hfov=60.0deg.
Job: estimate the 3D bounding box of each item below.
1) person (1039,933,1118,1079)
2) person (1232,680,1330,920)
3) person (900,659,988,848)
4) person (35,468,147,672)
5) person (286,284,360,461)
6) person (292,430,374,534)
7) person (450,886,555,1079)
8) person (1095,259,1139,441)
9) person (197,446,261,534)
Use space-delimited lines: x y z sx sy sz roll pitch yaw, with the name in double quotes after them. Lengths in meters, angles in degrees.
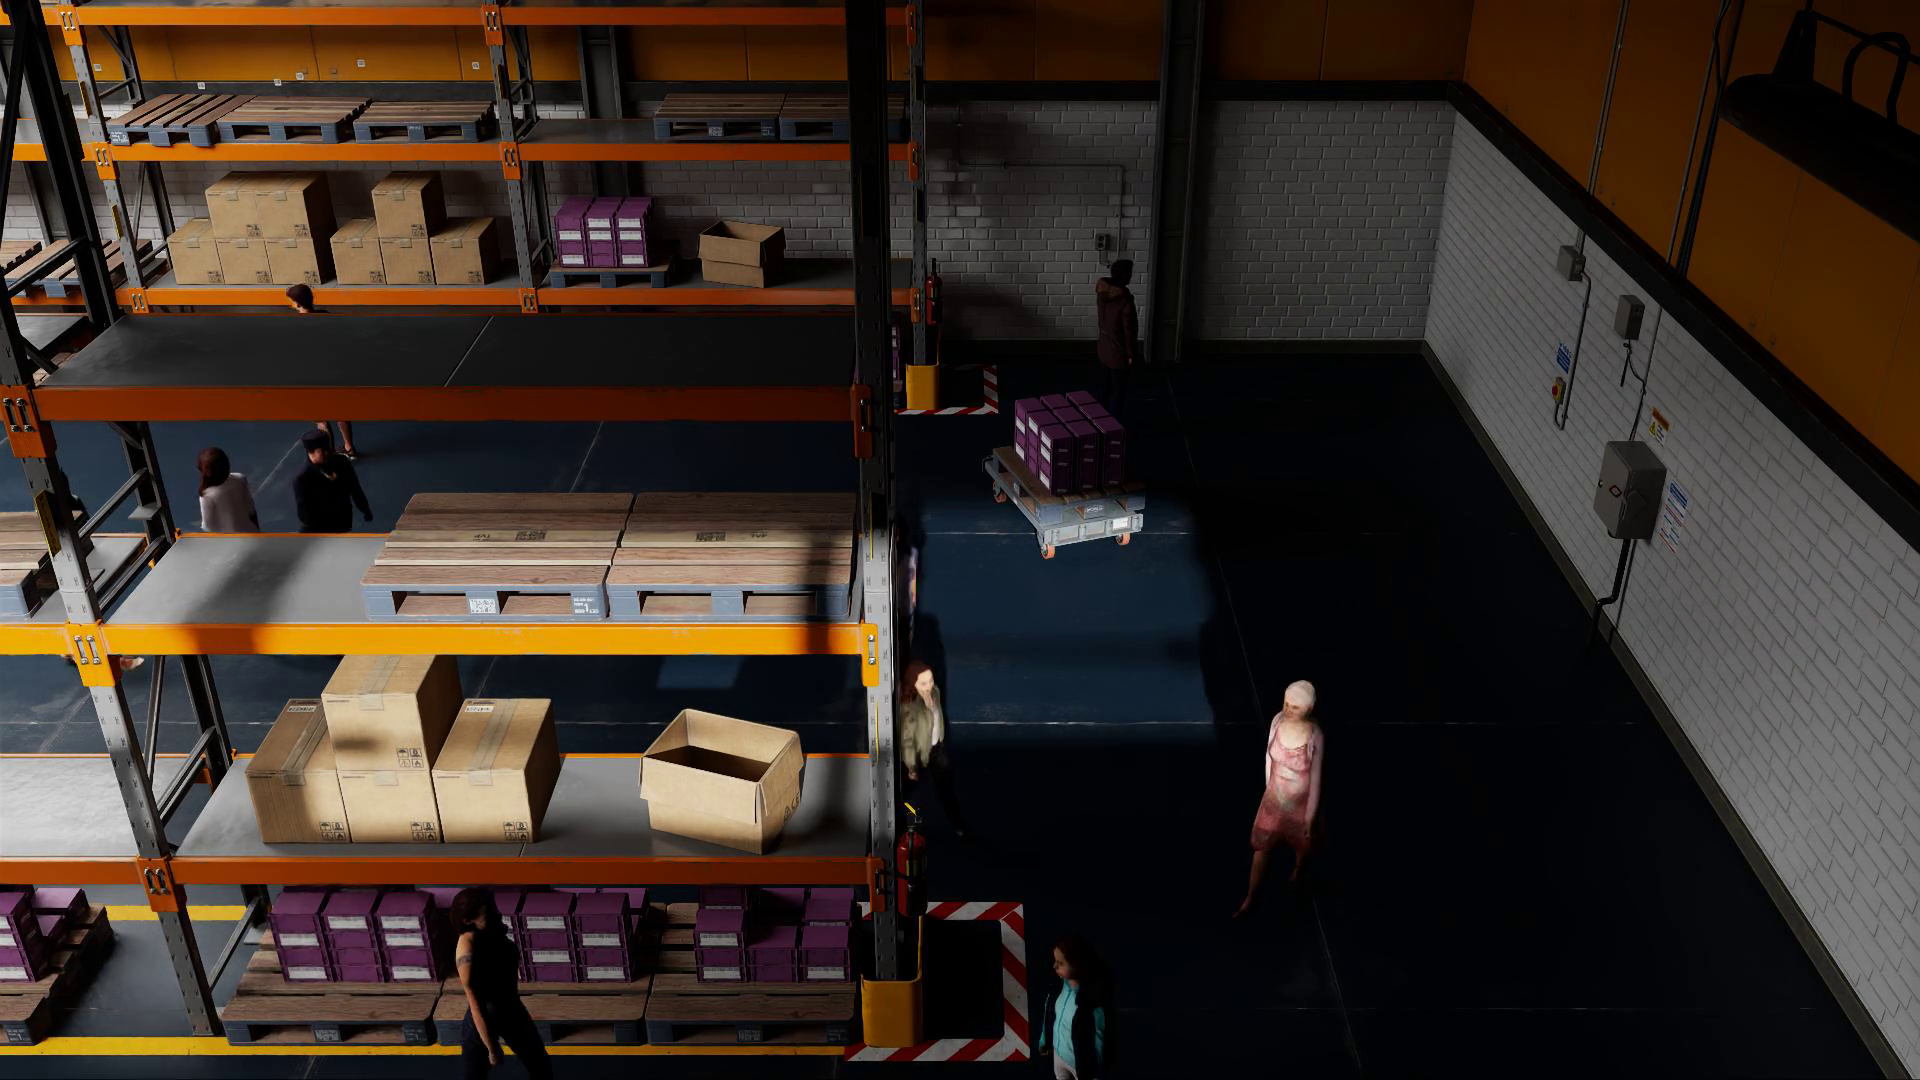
0.631 2.651 8.592 0.699 1.494 0.742 25 37 38 "person"
2.132 1.569 10.406 1.042 1.655 1.045 20 34 32 "person"
-0.316 1.395 10.956 1.070 1.434 0.934 18 33 29 "person"
-6.894 0.233 12.756 1.136 1.751 0.820 8 30 14 "person"
-6.138 -1.584 15.977 0.762 1.856 0.785 15 32 26 "person"
-5.166 -0.142 13.575 1.205 1.623 1.015 14 32 24 "person"
-2.507 2.519 8.590 1.183 1.727 0.646 1 29 2 "person"
1.554 -1.906 16.579 0.847 1.844 0.860 -13 31 -23 "person"
-5.538 0.108 12.956 0.801 1.778 0.754 16 32 26 "person"
